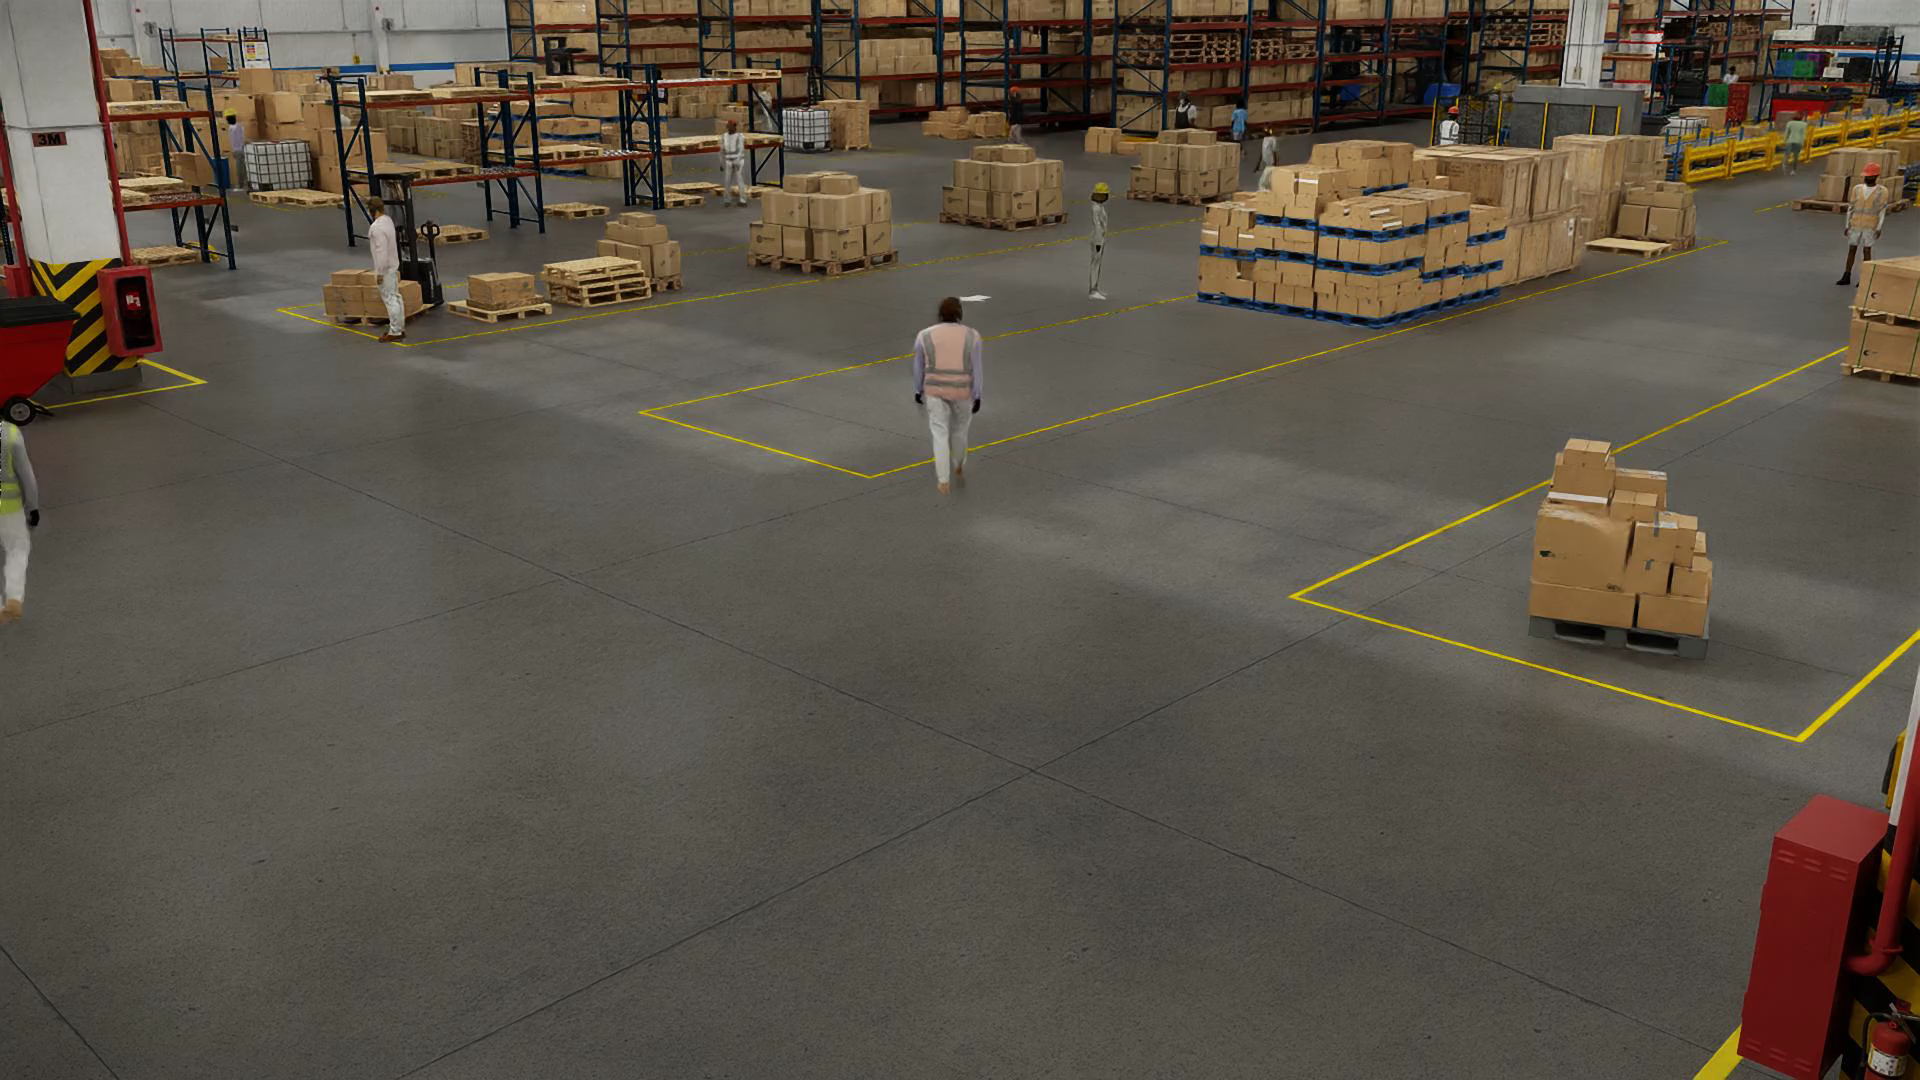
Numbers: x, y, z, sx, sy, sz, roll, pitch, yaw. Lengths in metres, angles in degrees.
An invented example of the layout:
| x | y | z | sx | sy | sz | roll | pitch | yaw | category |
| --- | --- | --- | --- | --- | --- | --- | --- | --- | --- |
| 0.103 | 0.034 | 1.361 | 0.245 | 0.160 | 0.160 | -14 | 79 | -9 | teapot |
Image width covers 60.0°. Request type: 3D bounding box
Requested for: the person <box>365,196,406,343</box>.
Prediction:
| x | y | z | sx | sy | sz | roll | pitch | yaw | category |
| --- | --- | --- | --- | --- | --- | --- | --- | --- | --- |
| -7.631 | -3.595 | 22.093 | 0.355 | 1.933 | 0.633 | -1 | 18 | -4 | person |

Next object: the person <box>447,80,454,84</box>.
| x | y | z | sx | sy | sz | roll | pitch | yaw | category |
| --- | --- | --- | --- | --- | --- | --- | --- | --- | --- |
| -17.035 | -14.540 | 55.568 | 0.668 | 1.620 | 0.523 | 11 | 21 | 31 | person |

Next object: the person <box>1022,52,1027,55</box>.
| x | y | z | sx | sy | sz | roll | pitch | yaw | category |
| --- | --- | --- | --- | --- | --- | --- | --- | --- | --- |
| 2.983 | -22.531 | 79.251 | 0.959 | 1.871 | 0.653 | 17 | 25 | 41 | person |

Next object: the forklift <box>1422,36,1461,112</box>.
| x | y | z | sx | sy | sz | roll | pitch | yaw | category |
| --- | --- | --- | --- | --- | --- | --- | --- | --- | --- |
| 17.910 | -17.605 | 62.822 | 1.873 | 2.768 | 1.129 | 15 | 24 | 38 | forklift |

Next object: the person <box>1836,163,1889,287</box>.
| x | y | z | sx | sy | sz | roll | pitch | yaw | category |
| --- | --- | --- | --- | --- | --- | --- | --- | --- | --- |
| 14.221 | -4.953 | 26.180 | 0.365 | 1.934 | 0.552 | -16 | 24 | -40 | person |

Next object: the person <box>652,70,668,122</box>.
| x | y | z | sx | sy | sz | roll | pitch | yaw | category |
| --- | --- | --- | --- | --- | --- | --- | --- | --- | --- |
| -10.154 | -14.976 | 56.425 | 0.587 | 1.911 | 0.397 | 7 | 20 | 19 | person |

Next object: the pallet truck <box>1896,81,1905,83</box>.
| x | y | z | sx | sy | sz | roll | pitch | yaw | category |
| --- | --- | --- | --- | --- | --- | --- | --- | --- | --- |
| 34.802 | -16.331 | 61.455 | 0.653 | 1.274 | 1.630 | 17 | 25 | 41 | pallet truck |

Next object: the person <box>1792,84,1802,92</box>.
| x | y | z | sx | sy | sz | roll | pitch | yaw | category |
| --- | --- | --- | --- | --- | --- | --- | --- | --- | --- |
| 29.705 | -15.819 | 59.240 | 0.797 | 1.742 | 0.530 | -2 | 18 | -6 | person |

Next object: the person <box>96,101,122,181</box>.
| x | y | z | sx | sy | sz | roll | pitch | yaw | category |
| --- | --- | --- | --- | --- | --- | --- | --- | --- | --- |
| -20.842 | -9.742 | 40.606 | 0.355 | 1.938 | 0.545 | 8 | 20 | 22 | person |

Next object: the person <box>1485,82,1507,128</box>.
| x | y | z | sx | sy | sz | roll | pitch | yaw | category |
| --- | --- | --- | --- | --- | --- | --- | --- | --- | --- |
| 16.280 | -12.966 | 50.509 | 0.605 | 1.819 | 0.610 | 15 | 23 | 38 | person |

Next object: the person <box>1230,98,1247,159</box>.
| x | y | z | sx | sy | sz | roll | pitch | yaw | category |
| --- | --- | --- | --- | --- | --- | --- | --- | --- | --- |
| 7.628 | -11.206 | 45.403 | 0.545 | 1.682 | 0.564 | -16 | 24 | -40 | person |

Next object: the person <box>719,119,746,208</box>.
| x | y | z | sx | sy | sz | roll | pitch | yaw | category |
| --- | --- | --- | --- | --- | --- | --- | --- | --- | --- |
| -4.898 | -8.094 | 35.747 | 0.607 | 1.869 | 0.377 | 6 | 19 | 16 | person |

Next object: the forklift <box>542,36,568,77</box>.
| x | y | z | sx | sy | sz | roll | pitch | yaw | category |
| --- | --- | --- | --- | --- | --- | --- | --- | --- | --- |
| -14.956 | -17.205 | 61.619 | 1.873 | 2.768 | 1.129 | 10 | 21 | 29 | forklift |

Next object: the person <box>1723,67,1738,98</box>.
| x | y | z | sx | sy | sz | roll | pitch | yaw | category |
| --- | --- | --- | --- | --- | --- | --- | --- | --- | --- |
| 29.635 | -17.379 | 64.048 | 0.531 | 1.659 | 0.858 | 5 | 19 | 15 | person |

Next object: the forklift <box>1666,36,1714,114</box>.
| x | y | z | sx | sy | sz | roll | pitch | yaw | category |
| --- | --- | --- | --- | --- | --- | --- | --- | --- | --- |
| 27.341 | -17.291 | 61.877 | 1.129 | 2.768 | 1.873 | 17 | 25 | 41 | forklift |

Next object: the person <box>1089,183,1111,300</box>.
| x | y | z | sx | sy | sz | roll | pitch | yaw | category |
| --- | --- | --- | --- | --- | --- | --- | --- | --- | --- |
| 2.121 | -4.535 | 25.222 | 0.299 | 1.743 | 0.493 | 3 | 19 | 9 | person |

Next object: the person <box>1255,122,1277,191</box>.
| x | y | z | sx | sy | sz | roll | pitch | yaw | category |
| --- | --- | --- | --- | --- | --- | --- | --- | --- | --- |
| 6.635 | -8.037 | 35.653 | 0.979 | 1.833 | 0.502 | -4 | 19 | -11 | person |

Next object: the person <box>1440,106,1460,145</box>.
| x | y | z | sx | sy | sz | roll | pitch | yaw | category |
| --- | --- | --- | --- | --- | --- | --- | --- | --- | --- |
| 11.414 | -9.133 | 38.799 | 0.394 | 1.929 | 0.539 | -10 | 21 | -28 | person |

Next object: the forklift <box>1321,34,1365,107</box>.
| x | y | z | sx | sy | sz | roll | pitch | yaw | category |
| --- | --- | --- | --- | --- | --- | --- | --- | --- | --- |
| 15.449 | -18.513 | 65.560 | 1.873 | 2.768 | 1.129 | 16 | 24 | 40 | forklift |

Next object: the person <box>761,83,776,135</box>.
| x | y | z | sx | sy | sz | roll | pitch | yaw | category |
| --- | --- | --- | --- | --- | --- | --- | --- | --- | --- |
| -6.291 | -13.913 | 53.684 | 0.770 | 1.614 | 0.522 | 8 | 20 | 24 | person |

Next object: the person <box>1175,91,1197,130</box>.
| x | y | z | sx | sy | sz | roll | pitch | yaw | category |
| --- | --- | --- | --- | --- | --- | --- | --- | --- | --- |
| 5.748 | -10.583 | 42.978 | 0.845 | 2.000 | 0.705 | -16 | 24 | -40 | person |

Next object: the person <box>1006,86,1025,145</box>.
| x | y | z | sx | sy | sz | roll | pitch | yaw | category |
| --- | --- | --- | --- | --- | --- | --- | --- | --- | --- |
| 1.428 | -11.454 | 45.726 | 0.960 | 1.948 | 0.637 | 4 | 19 | 12 | person |

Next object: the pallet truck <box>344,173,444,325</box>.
| x | y | z | sx | sy | sz | roll | pitch | yaw | category |
| --- | --- | --- | --- | --- | --- | --- | --- | --- | --- |
| -8.209 | -4.181 | 23.757 | 0.823 | 1.965 | 1.885 | 3 | 19 | 9 | pallet truck |

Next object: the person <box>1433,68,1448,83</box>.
| x | y | z | sx | sy | sz | roll | pitch | yaw | category |
| --- | --- | --- | --- | --- | --- | --- | --- | --- | --- |
| 18.891 | -17.916 | 65.296 | 0.876 | 1.884 | 0.587 | -9 | 20 | -24 | person |

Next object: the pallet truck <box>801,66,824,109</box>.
| x | y | z | sx | sy | sz | roll | pitch | yaw | category |
| --- | --- | --- | --- | --- | --- | --- | --- | --- | --- |
| -4.812 | -15.182 | 56.903 | 0.823 | 1.965 | 1.885 | -9 | 21 | -26 | pallet truck |

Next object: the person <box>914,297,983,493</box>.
| x | y | z | sx | sy | sz | roll | pitch | yaw | category |
| --- | --- | --- | --- | --- | --- | --- | --- | --- | --- |
| -0.110 | -1.403 | 15.695 | 0.644 | 1.793 | 0.946 | 0 | 18 | 0 | person |

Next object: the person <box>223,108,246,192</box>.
| x | y | z | sx | sy | sz | roll | pitch | yaw | category |
| --- | --- | --- | --- | --- | --- | --- | --- | --- | --- |
| -16.728 | -9.092 | 38.732 | 0.762 | 1.892 | 0.606 | -17 | 25 | -41 | person |

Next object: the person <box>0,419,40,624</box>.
| x | y | z | sx | sy | sz | roll | pitch | yaw | category |
| --- | --- | --- | --- | --- | --- | --- | --- | --- | --- |
| -7.087 | -0.235 | 12.143 | 0.665 | 1.822 | 0.513 | -6 | 19 | -18 | person |

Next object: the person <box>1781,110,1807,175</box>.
| x | y | z | sx | sy | sz | roll | pitch | yaw | category |
| --- | --- | --- | --- | --- | --- | --- | --- | --- | --- |
| 21.021 | -10.015 | 41.938 | 0.503 | 1.615 | 0.640 | 16 | 24 | 39 | person |

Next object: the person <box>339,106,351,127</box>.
| x | y | z | sx | sy | sz | roll | pitch | yaw | category |
| --- | --- | --- | --- | --- | --- | --- | --- | --- | --- |
| -14.935 | -9.550 | 40.086 | 0.652 | 1.900 | 0.639 | -2 | 18 | -7 | person |
